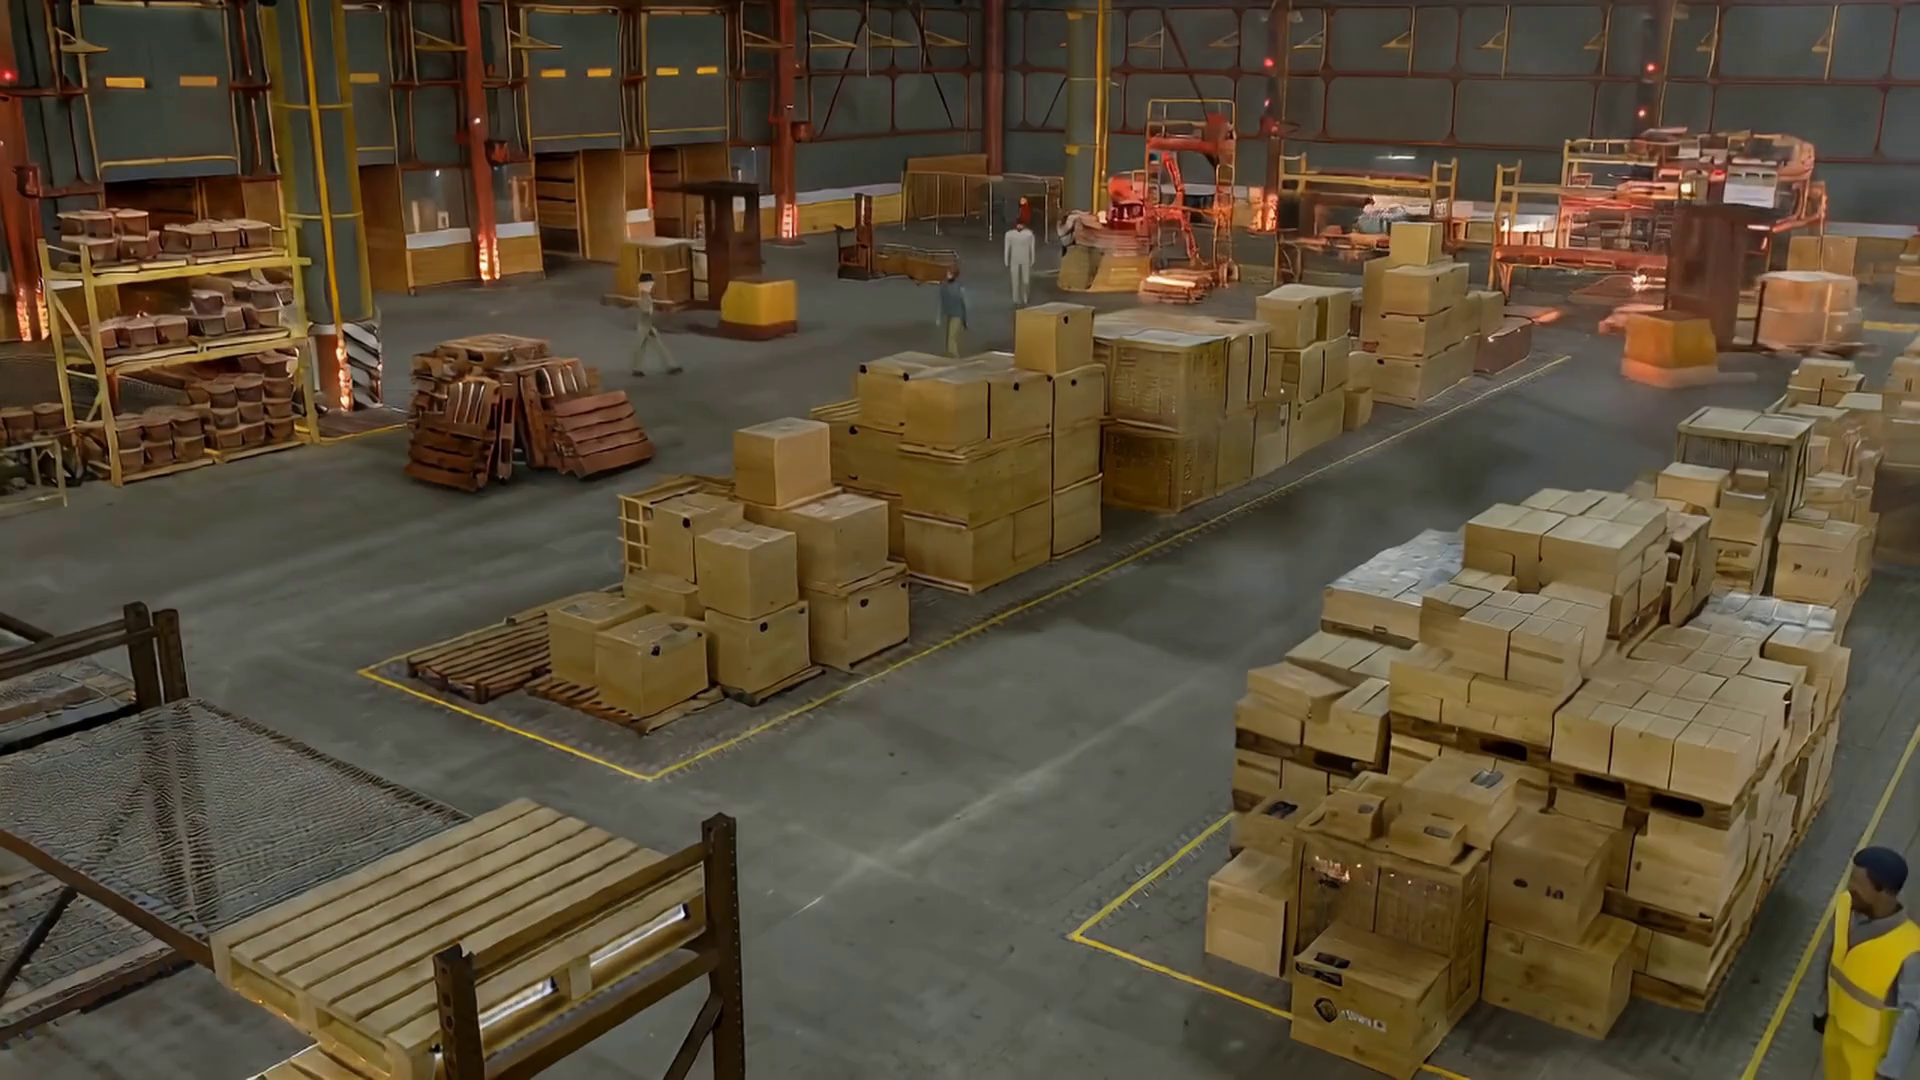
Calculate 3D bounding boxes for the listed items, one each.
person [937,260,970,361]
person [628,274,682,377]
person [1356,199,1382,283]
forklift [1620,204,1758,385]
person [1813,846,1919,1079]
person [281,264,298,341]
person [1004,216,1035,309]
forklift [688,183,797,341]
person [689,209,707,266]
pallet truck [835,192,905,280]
[{"bbox_3d":[-0.091,-3.679,27.576,0.651,1.928,0.517,14,22,38],"label":"person"},{"bbox_3d":[-5.103,-3.532,27.465,0.899,1.693,0.506,1,17,2],"label":"person"},{"bbox_3d":[9.298,-6.810,37.962,0.567,1.913,0.574,10,20,31],"label":"person"},{"bbox_3d":[12.008,-4.026,27.105,1.873,2.768,1.129,-5,17,-15],"label":"forklift"},{"bbox_3d":[4.230,2.305,7.781,0.383,1.916,0.591,-1,17,-3],"label":"person"},{"bbox_3d":[-11.264,-3.770,28.126,0.960,1.796,0.518,-5,18,-18],"label":"person"},{"bbox_3d":[1.222,-5.716,34.334,0.651,1.918,0.454,1,17,4],"label":"person"},{"bbox_3d":[-4.094,-5.262,31.199,1.873,2.768,1.129,12,21,35],"label":"forklift"},{"bbox_3d":[-6.016,-6.876,38.691,0.539,1.614,0.605,-4,17,-14],"label":"person"},{"bbox_3d":[-1.936,-7.159,38.982,1.885,1.965,0.823,-12,21,-34],"label":"pallet truck"}]
